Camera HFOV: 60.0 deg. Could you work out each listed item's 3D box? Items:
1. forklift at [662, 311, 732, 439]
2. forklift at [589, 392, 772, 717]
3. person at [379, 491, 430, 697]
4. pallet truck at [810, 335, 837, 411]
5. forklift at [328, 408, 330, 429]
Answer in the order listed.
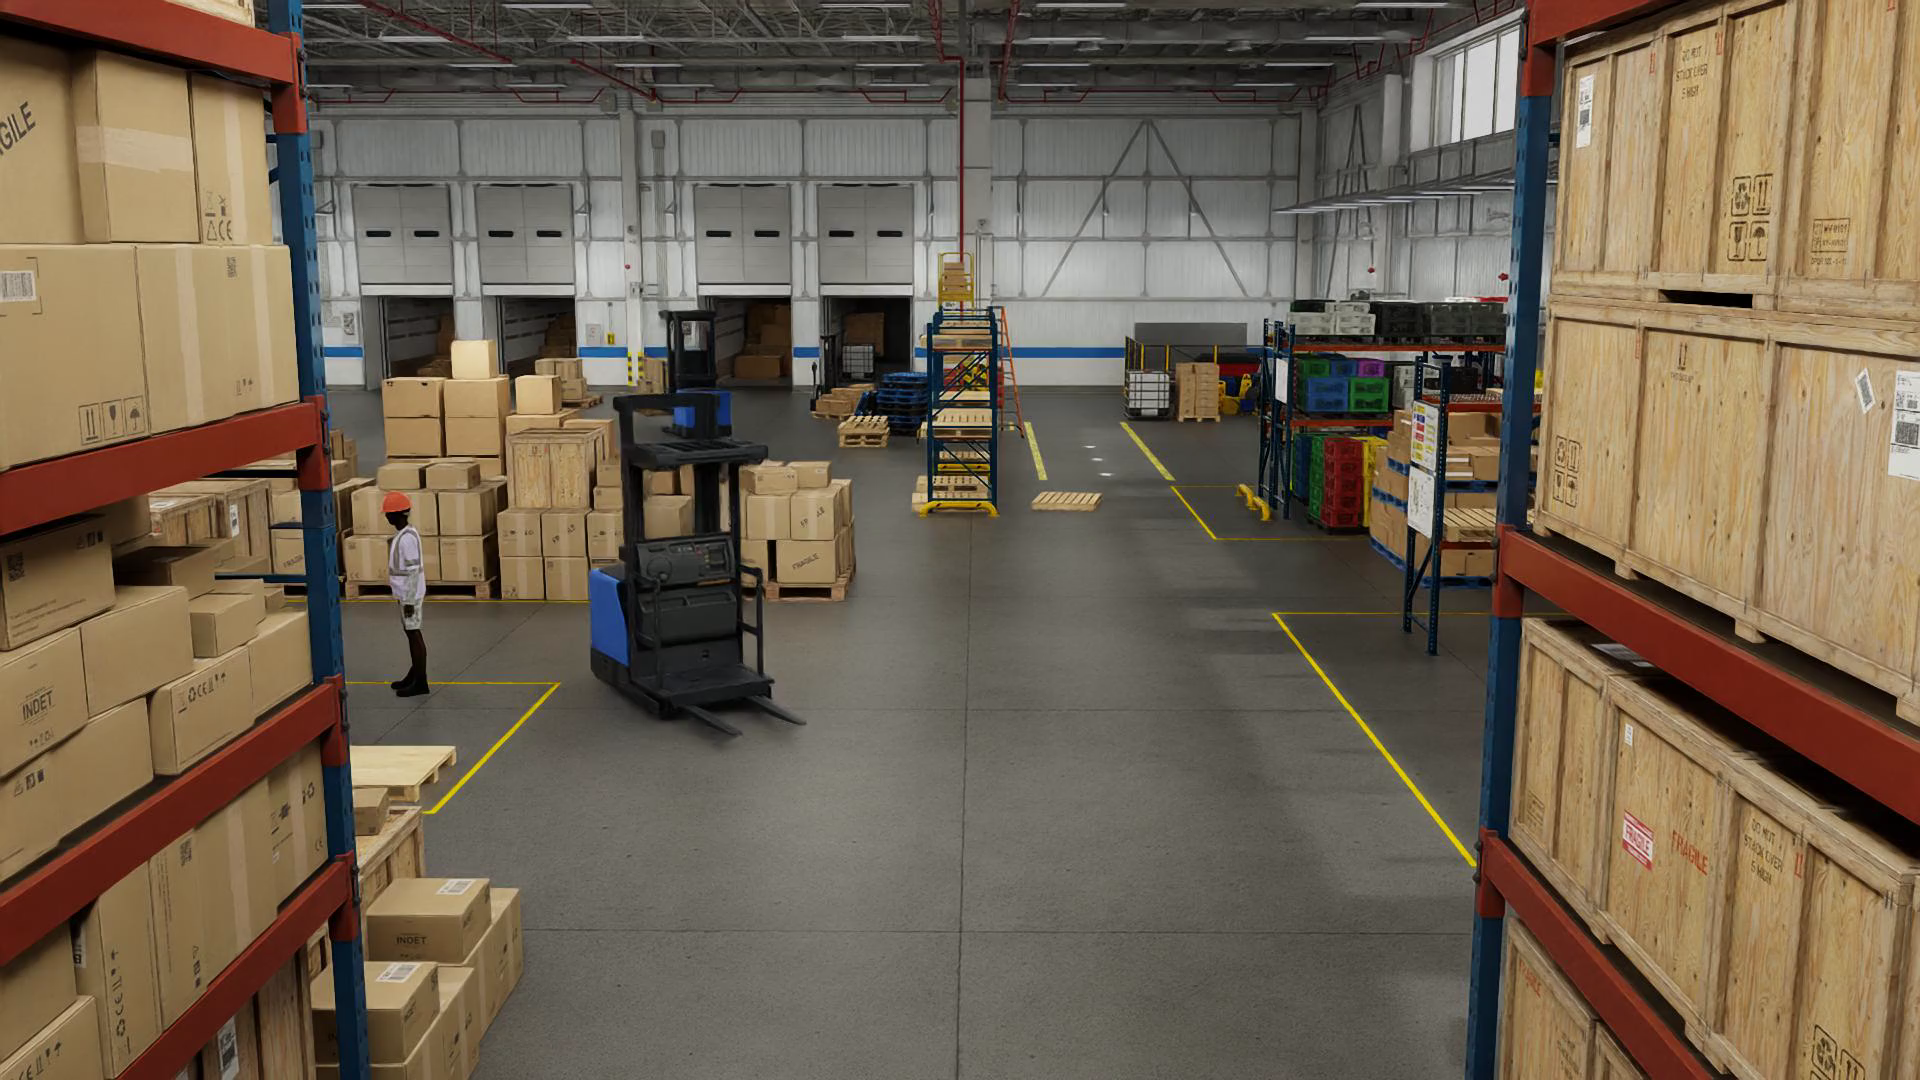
[{"bbox_3d":[-5.903,-3.726,37.202,1.129,2.768,1.873,-5,11,-25],"label":"forklift"},{"bbox_3d":[-2.706,0.026,15.554,1.129,2.768,1.873,-6,12,-32],"label":"forklift"},{"bbox_3d":[-5.191,0.500,15.553,0.376,1.933,0.544,-4,11,-23],"label":"person"},{"bbox_3d":[-3.021,-4.312,43.126,1.885,1.965,0.823,3,10,17],"label":"pallet truck"},{"bbox_3d":[-13.015,-2.830,32.031,1.129,2.768,1.873,0,10,1],"label":"forklift"}]
